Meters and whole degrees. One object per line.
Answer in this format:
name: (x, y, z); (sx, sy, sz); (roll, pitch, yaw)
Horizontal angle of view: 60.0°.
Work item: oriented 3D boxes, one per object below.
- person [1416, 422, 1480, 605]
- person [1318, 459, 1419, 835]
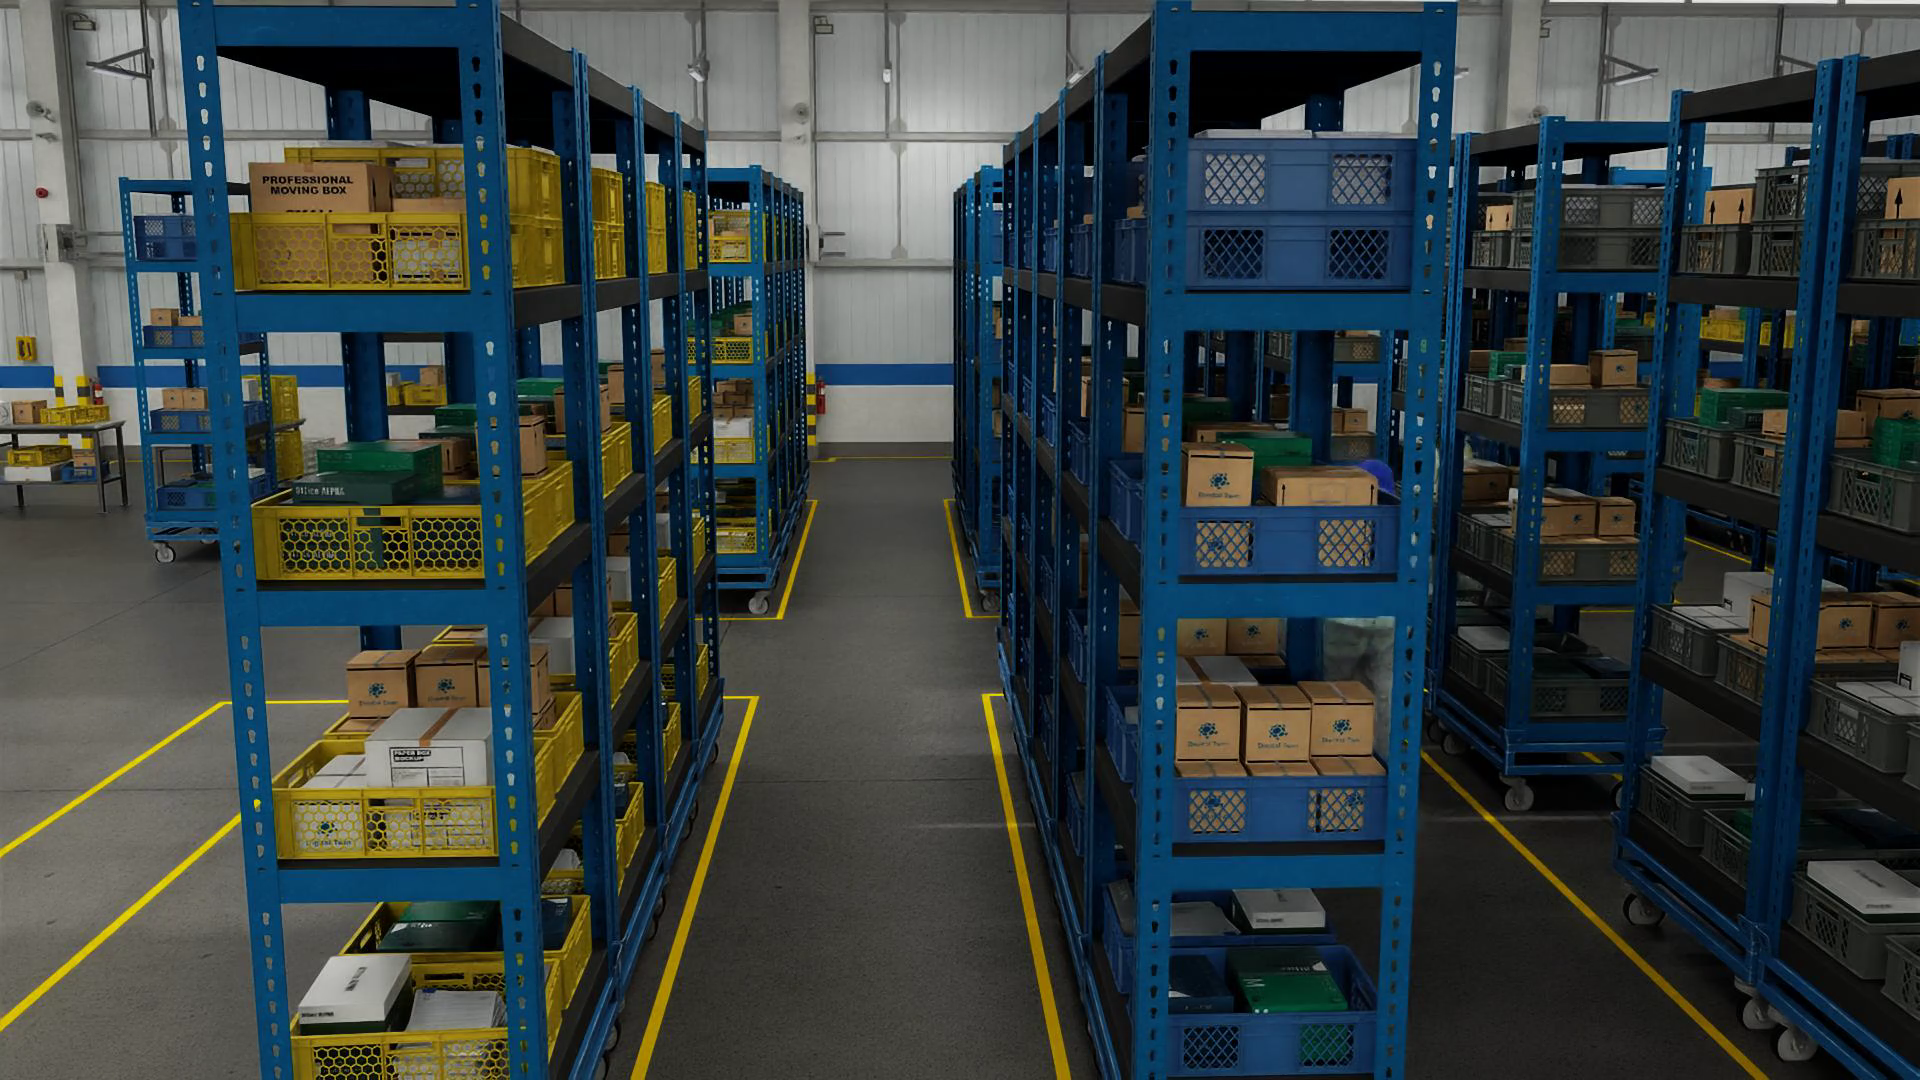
person: (3.713, -0.203, 13.041); (0.922, 1.784, 0.618); (0, 10, -2)
person: (2.080, 0.530, 8.560); (0.642, 1.891, 1.018); (-1, 10, -8)
